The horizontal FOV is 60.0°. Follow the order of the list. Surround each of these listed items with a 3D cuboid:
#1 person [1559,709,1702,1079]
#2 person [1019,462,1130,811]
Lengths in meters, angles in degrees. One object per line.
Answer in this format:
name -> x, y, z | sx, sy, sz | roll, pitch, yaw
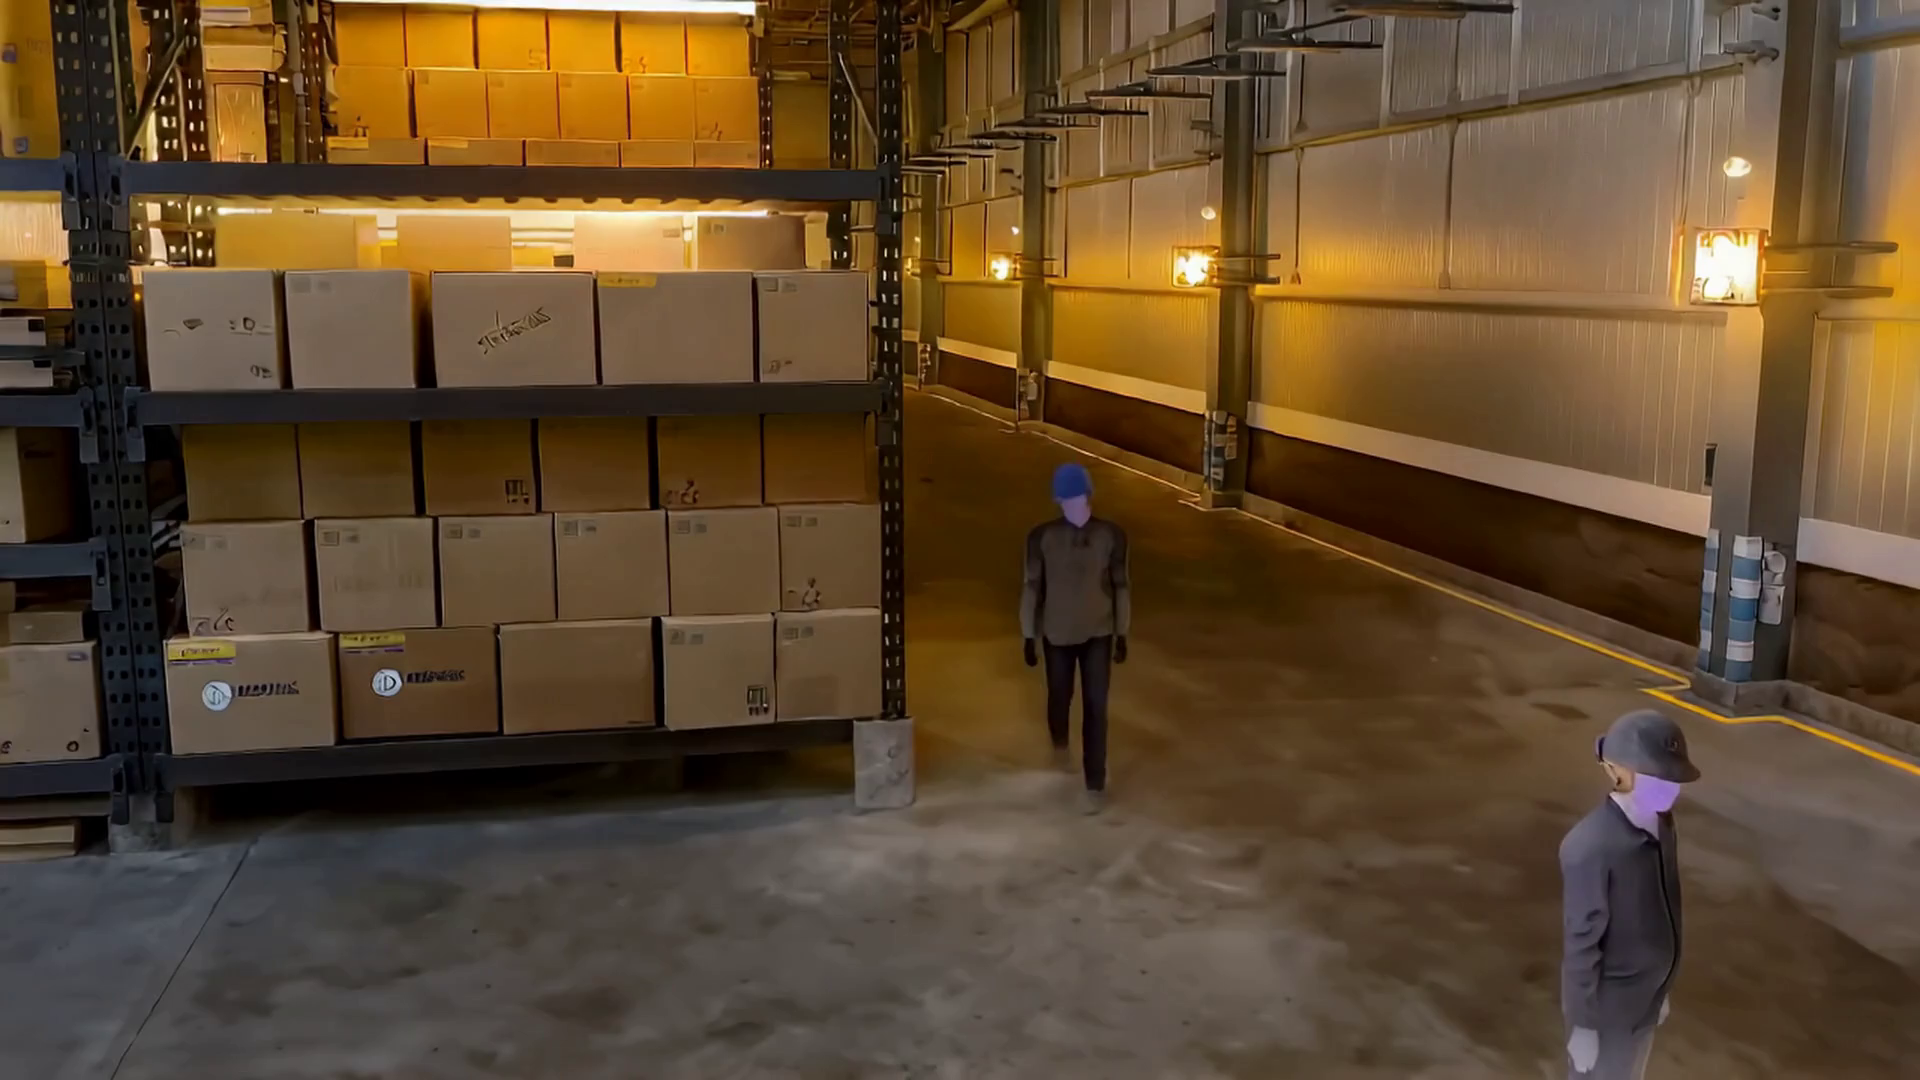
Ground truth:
person -> 1.992, 1.354, 4.974 | 0.573, 1.749, 0.343 | -9, 13, -44
person -> 0.655, 0.502, 9.626 | 0.639, 1.954, 0.935 | 0, 9, -2
